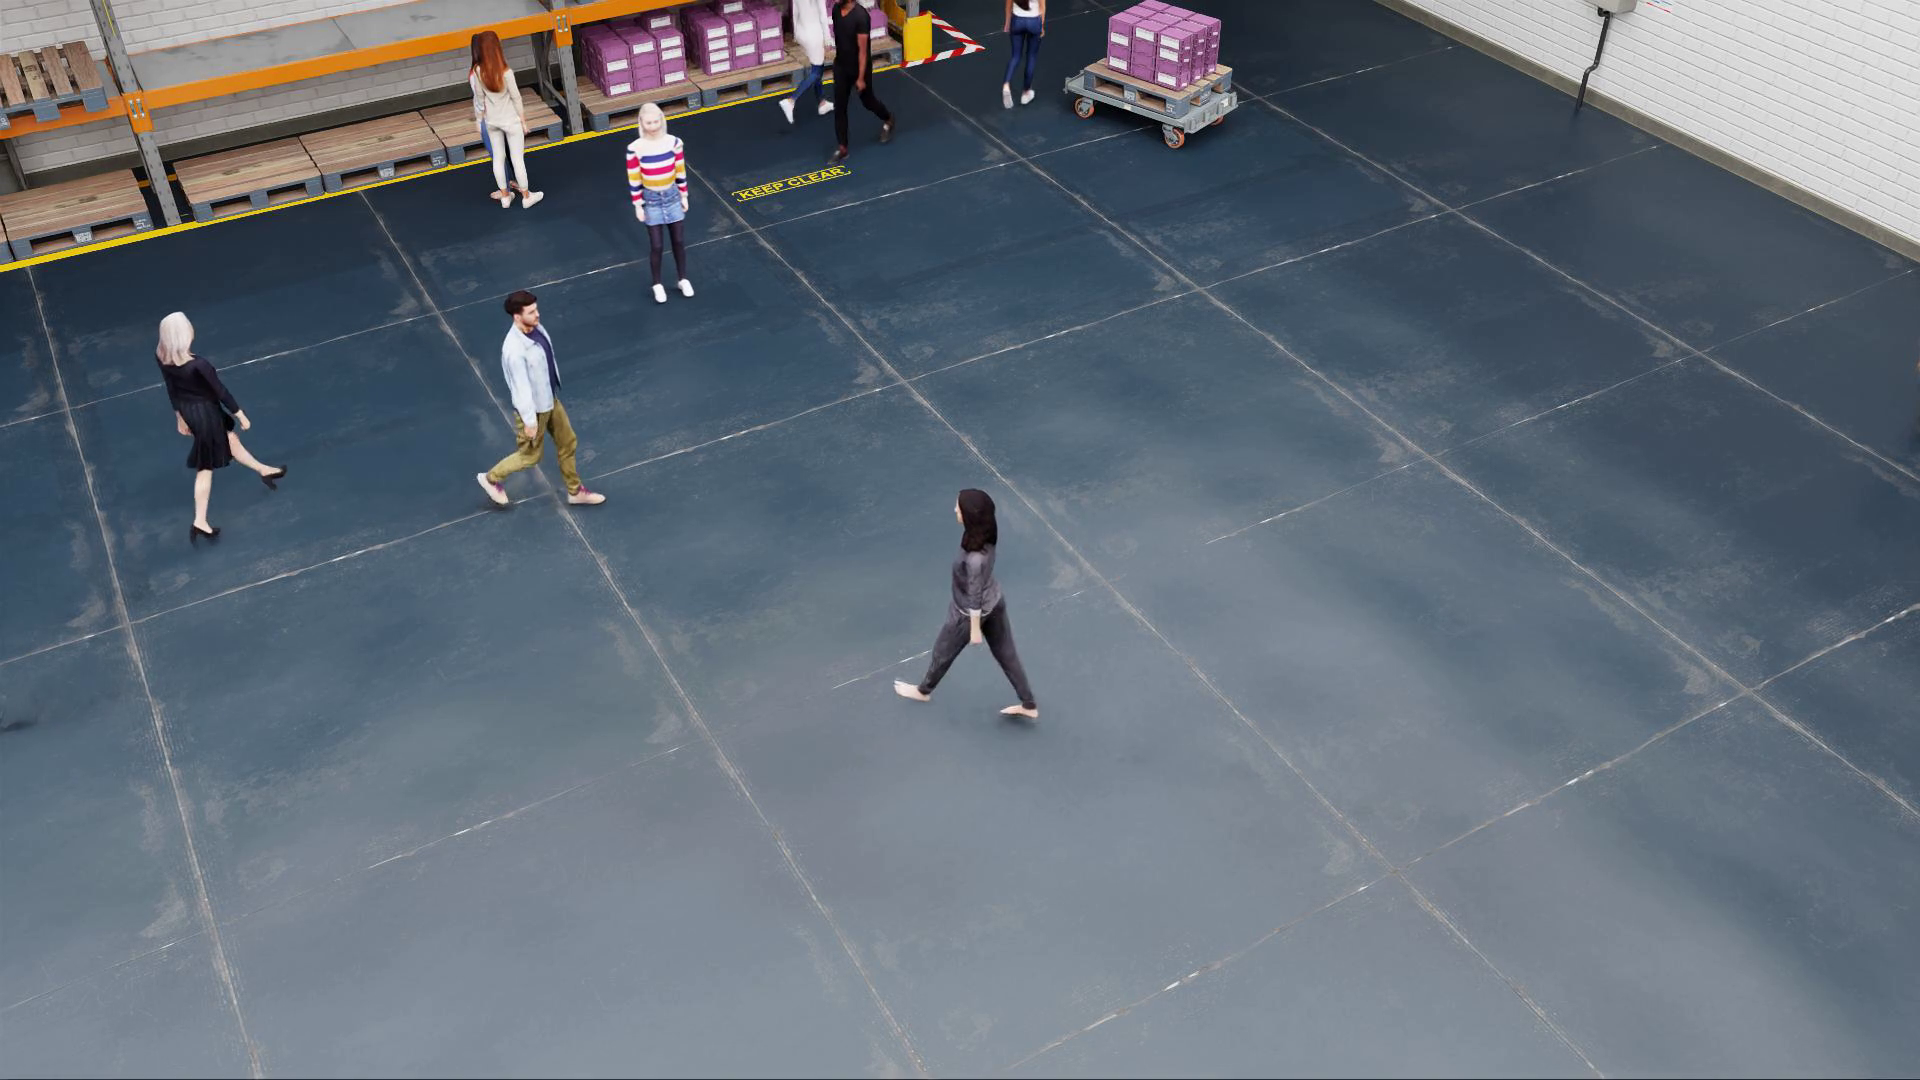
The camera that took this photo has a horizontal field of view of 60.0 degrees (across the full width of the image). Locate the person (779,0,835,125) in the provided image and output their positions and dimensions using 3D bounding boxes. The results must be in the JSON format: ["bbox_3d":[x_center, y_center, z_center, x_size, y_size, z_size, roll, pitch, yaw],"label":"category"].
[{"bbox_3d":[-1.581,-5.090,16.979,0.790,1.750,1.088,31,48,33],"label":"person"}]

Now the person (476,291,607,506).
[{"bbox_3d":[-3.089,-0.952,11.771,1.246,1.783,1.113,5,39,7],"label":"person"}]

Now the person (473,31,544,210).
[{"bbox_3d":[-4.270,-3.913,15.534,0.678,1.713,0.746,8,39,9],"label":"person"}]

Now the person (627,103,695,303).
[{"bbox_3d":[-2.546,-2.883,14.171,0.488,1.806,0.726,-15,41,-18],"label":"person"}]

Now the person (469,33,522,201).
[{"bbox_3d":[-4.405,-4.009,15.736,0.731,1.613,0.626,17,42,20],"label":"person"}]

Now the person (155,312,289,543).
[{"bbox_3d":[-5.300,-0.748,11.586,1.065,1.695,1.239,16,41,19],"label":"person"}]

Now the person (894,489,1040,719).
[{"bbox_3d":[0.194,0.454,10.070,1.184,1.709,1.161,12,40,14],"label":"person"}]

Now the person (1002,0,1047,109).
[{"bbox_3d":[0.653,-5.274,17.207,0.957,1.753,1.052,12,40,15],"label":"person"}]

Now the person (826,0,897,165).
[{"bbox_3d":[-0.976,-4.654,16.412,0.969,1.777,1.303,27,46,30],"label":"person"}]
